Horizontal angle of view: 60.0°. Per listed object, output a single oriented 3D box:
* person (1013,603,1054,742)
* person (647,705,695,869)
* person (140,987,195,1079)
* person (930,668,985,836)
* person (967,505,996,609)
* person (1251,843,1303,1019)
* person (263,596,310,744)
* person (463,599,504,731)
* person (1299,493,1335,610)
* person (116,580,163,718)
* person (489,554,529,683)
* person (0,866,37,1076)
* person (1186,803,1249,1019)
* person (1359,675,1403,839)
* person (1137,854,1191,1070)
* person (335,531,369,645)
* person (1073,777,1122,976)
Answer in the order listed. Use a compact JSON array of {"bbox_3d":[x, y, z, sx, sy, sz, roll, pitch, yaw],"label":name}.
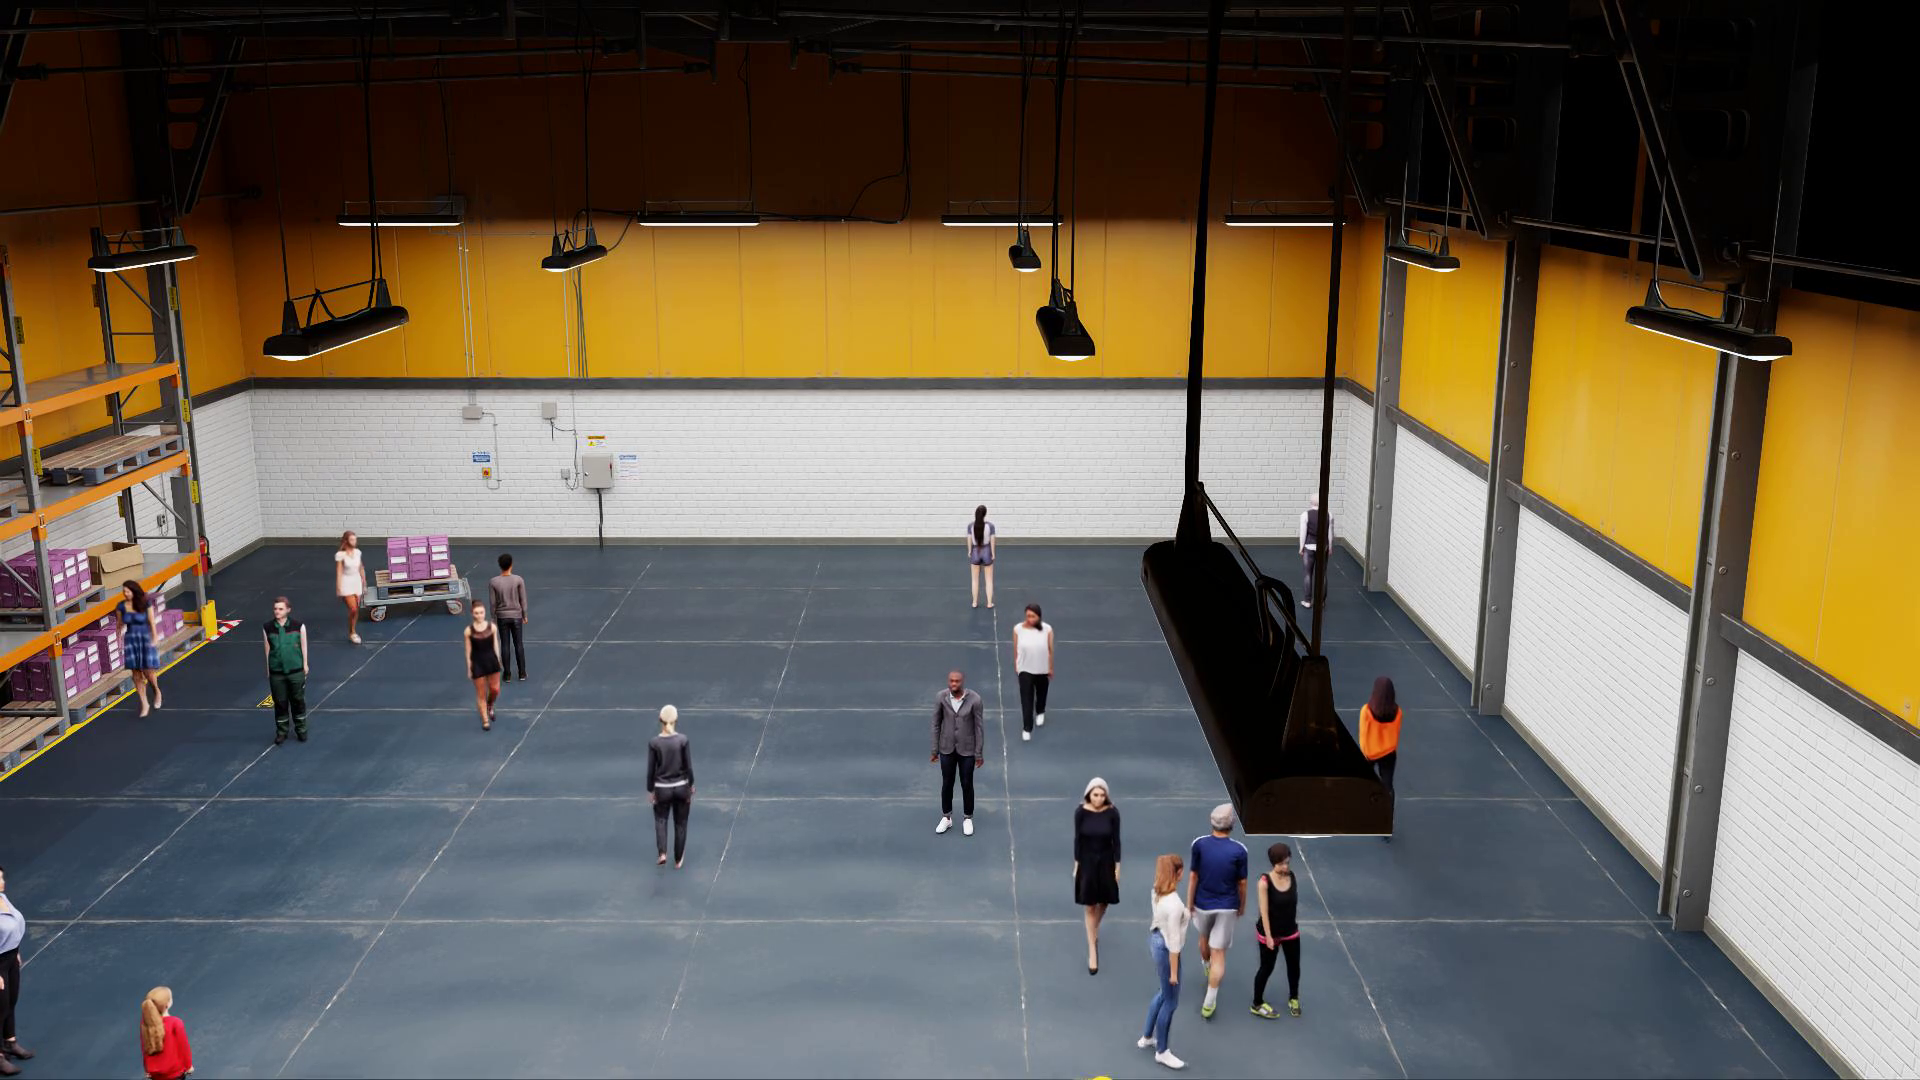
[{"bbox_3d":[0.939,1.587,20.642,0.677,1.656,1.072,1,14,2],"label":"person"},{"bbox_3d":[-2.899,2.511,16.704,0.633,1.714,0.638,-1,14,-6],"label":"person"},{"bbox_3d":[-5.780,3.863,12.059,0.553,1.271,0.695,2,14,9],"label":"person"},{"bbox_3d":[-0.018,2.226,17.661,0.775,1.816,0.659,3,14,12],"label":"person"},{"bbox_3d":[0.345,0.256,26.151,0.621,1.650,0.554,2,14,9],"label":"person"},{"bbox_3d":[2.632,3.258,13.981,0.674,1.543,0.684,-8,16,-31],"label":"person"},{"bbox_3d":[-8.229,1.568,20.327,0.700,1.841,0.673,-4,14,-16],"label":"person"},{"bbox_3d":[-5.974,1.542,20.804,0.706,1.667,0.749,-7,15,-26],"label":"person"},{"bbox_3d":[5.594,0.162,26.173,0.674,1.822,0.559,0,14,0],"label":"person"},{"bbox_3d":[-10.448,1.369,21.250,0.667,1.793,0.666,-1,14,-2],"label":"person"},{"bbox_3d":[-6.129,1.056,22.602,0.699,1.764,0.629,-3,14,-11],"label":"person"},{"bbox_3d":[-7.583,3.362,13.123,0.733,1.744,0.553,-3,14,-10],"label":"person"},{"bbox_3d":[2.149,3.136,13.980,0.890,1.781,1.225,4,14,15],"label":"person"},{"bbox_3d":[4.452,2.308,17.533,0.700,1.718,1.042,-2,14,-7],"label":"person"},{"bbox_3d":[1.627,3.325,13.324,0.783,1.721,0.598,0,14,1],"label":"person"},{"bbox_3d":[-8.966,0.680,24.344,0.793,1.677,0.728,10,17,35],"label":"person"},{"bbox_3d":[1.228,2.939,14.911,0.588,1.725,0.955,0,14,2],"label":"person"}]
